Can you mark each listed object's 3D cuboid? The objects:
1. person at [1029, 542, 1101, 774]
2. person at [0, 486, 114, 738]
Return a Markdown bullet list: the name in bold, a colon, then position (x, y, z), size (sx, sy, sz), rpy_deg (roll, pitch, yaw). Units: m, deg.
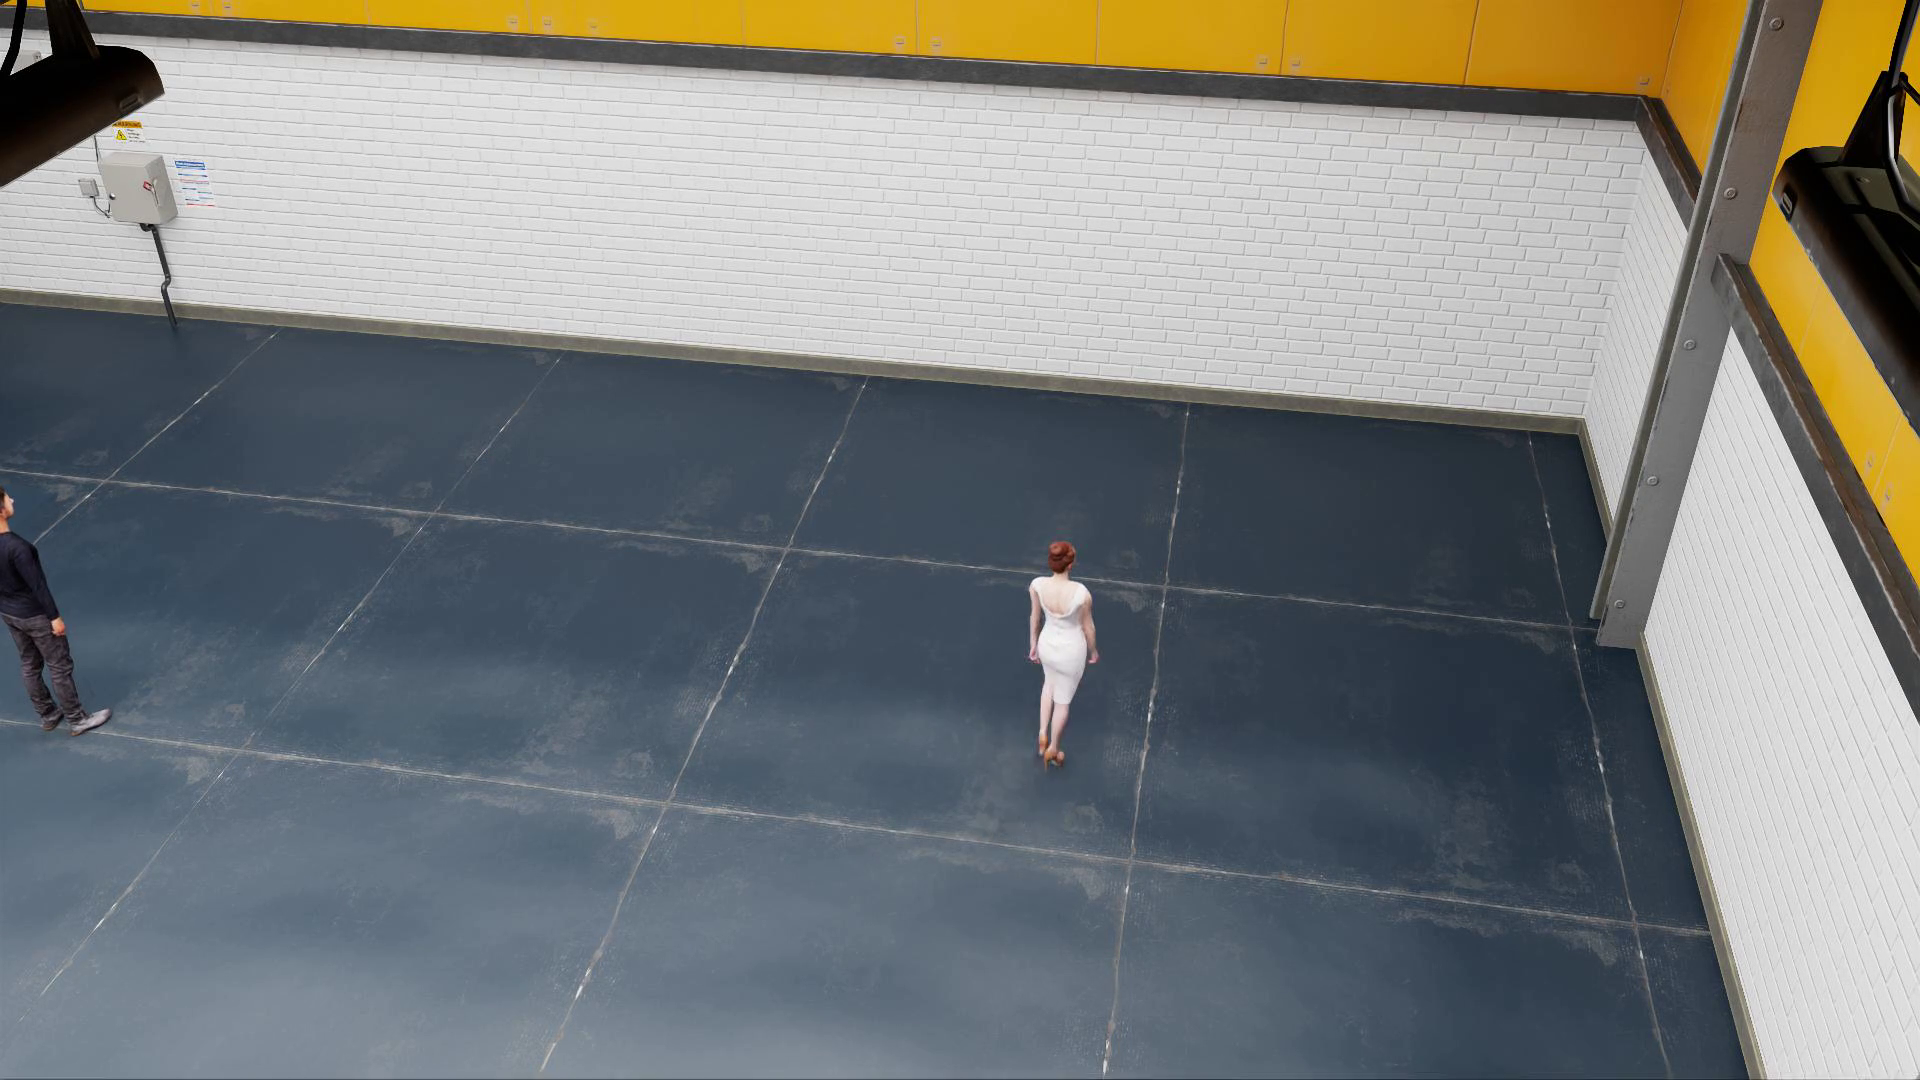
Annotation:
- **person**: position (0.594, 0.782, 10.530), size (0.650, 1.787, 0.662), rpy_deg (18, 38, 25)
- **person**: position (-6.116, 0.474, 10.919), size (0.677, 1.869, 0.614), rpy_deg (12, 36, 18)
